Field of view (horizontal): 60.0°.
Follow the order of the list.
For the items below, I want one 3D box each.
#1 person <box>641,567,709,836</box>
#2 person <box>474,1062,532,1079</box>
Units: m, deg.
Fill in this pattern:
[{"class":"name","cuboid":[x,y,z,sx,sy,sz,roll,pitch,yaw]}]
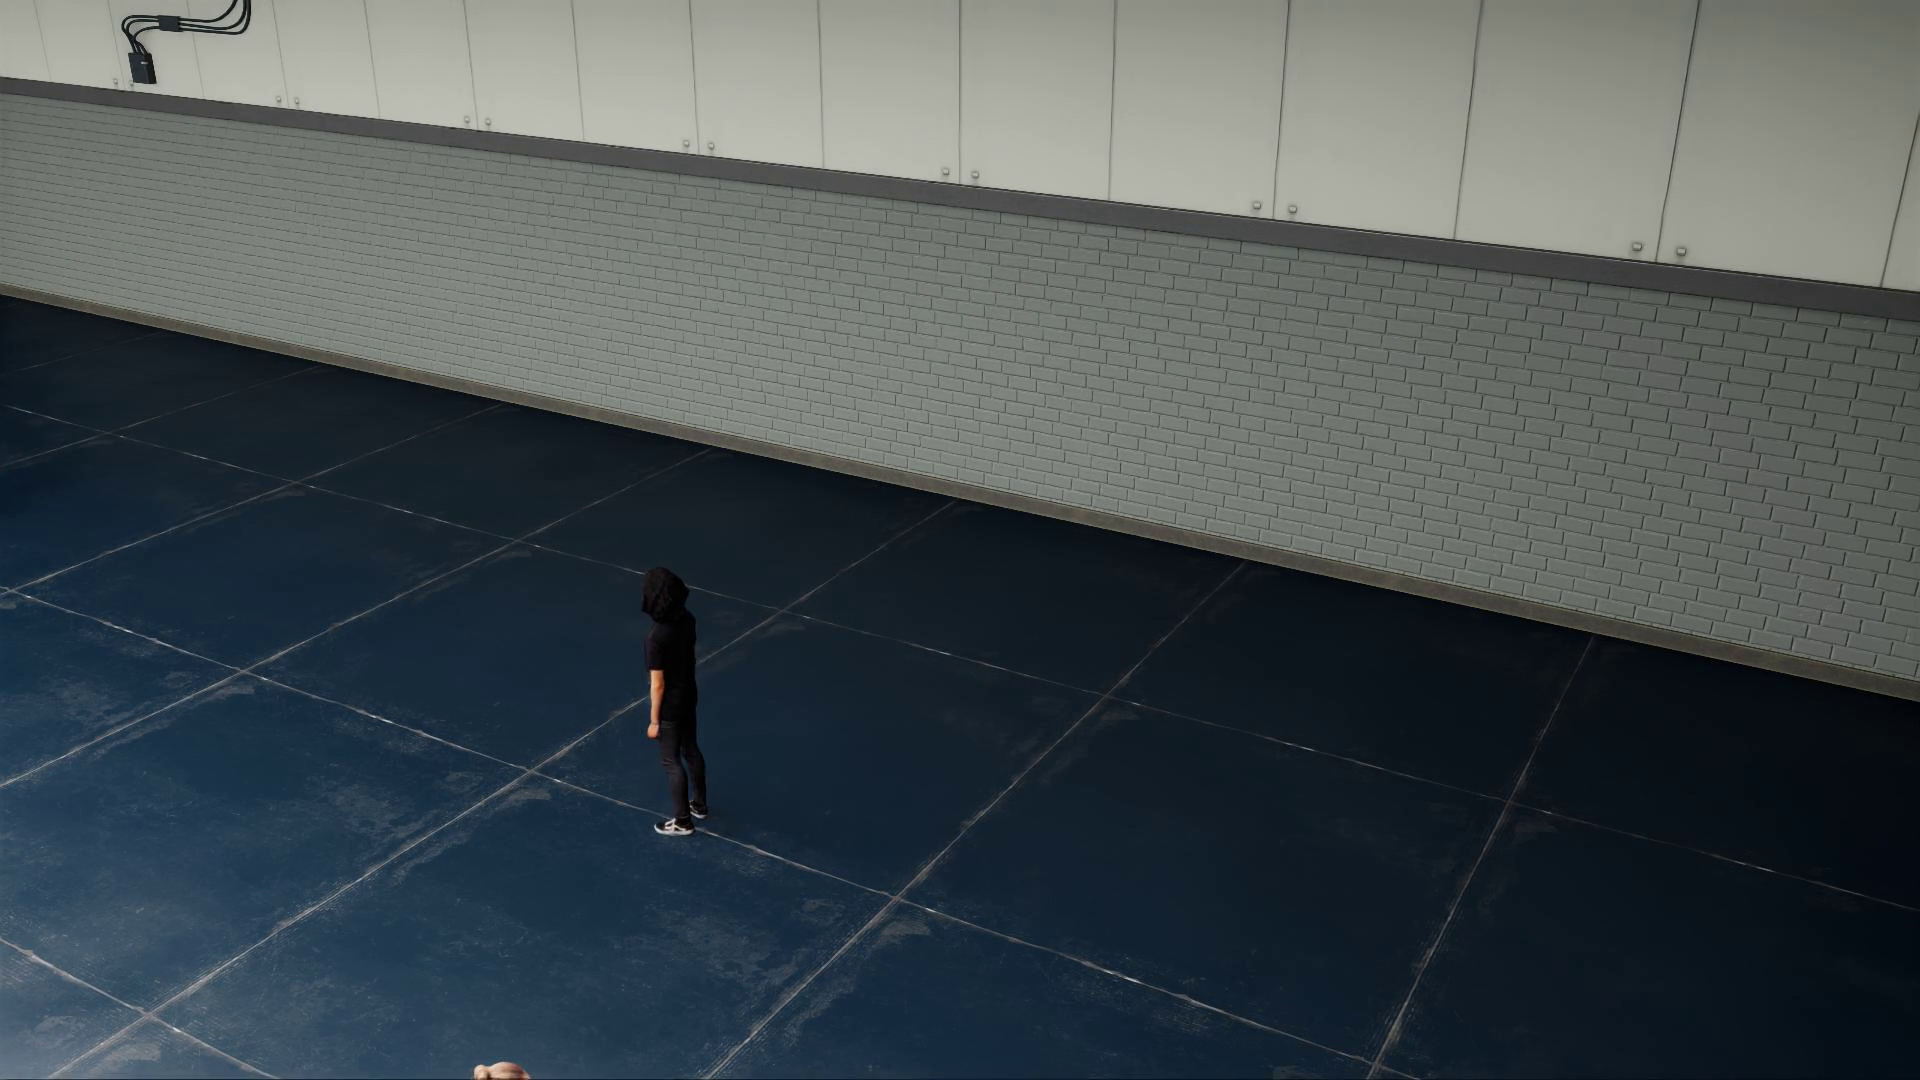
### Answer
[{"class":"person","cuboid":[-1.824,1.022,10.610,0.717,1.834,0.477,10,25,22]},{"class":"person","cuboid":[-1.759,2.770,6.671,0.693,1.700,0.693,-12,26,-26]}]
